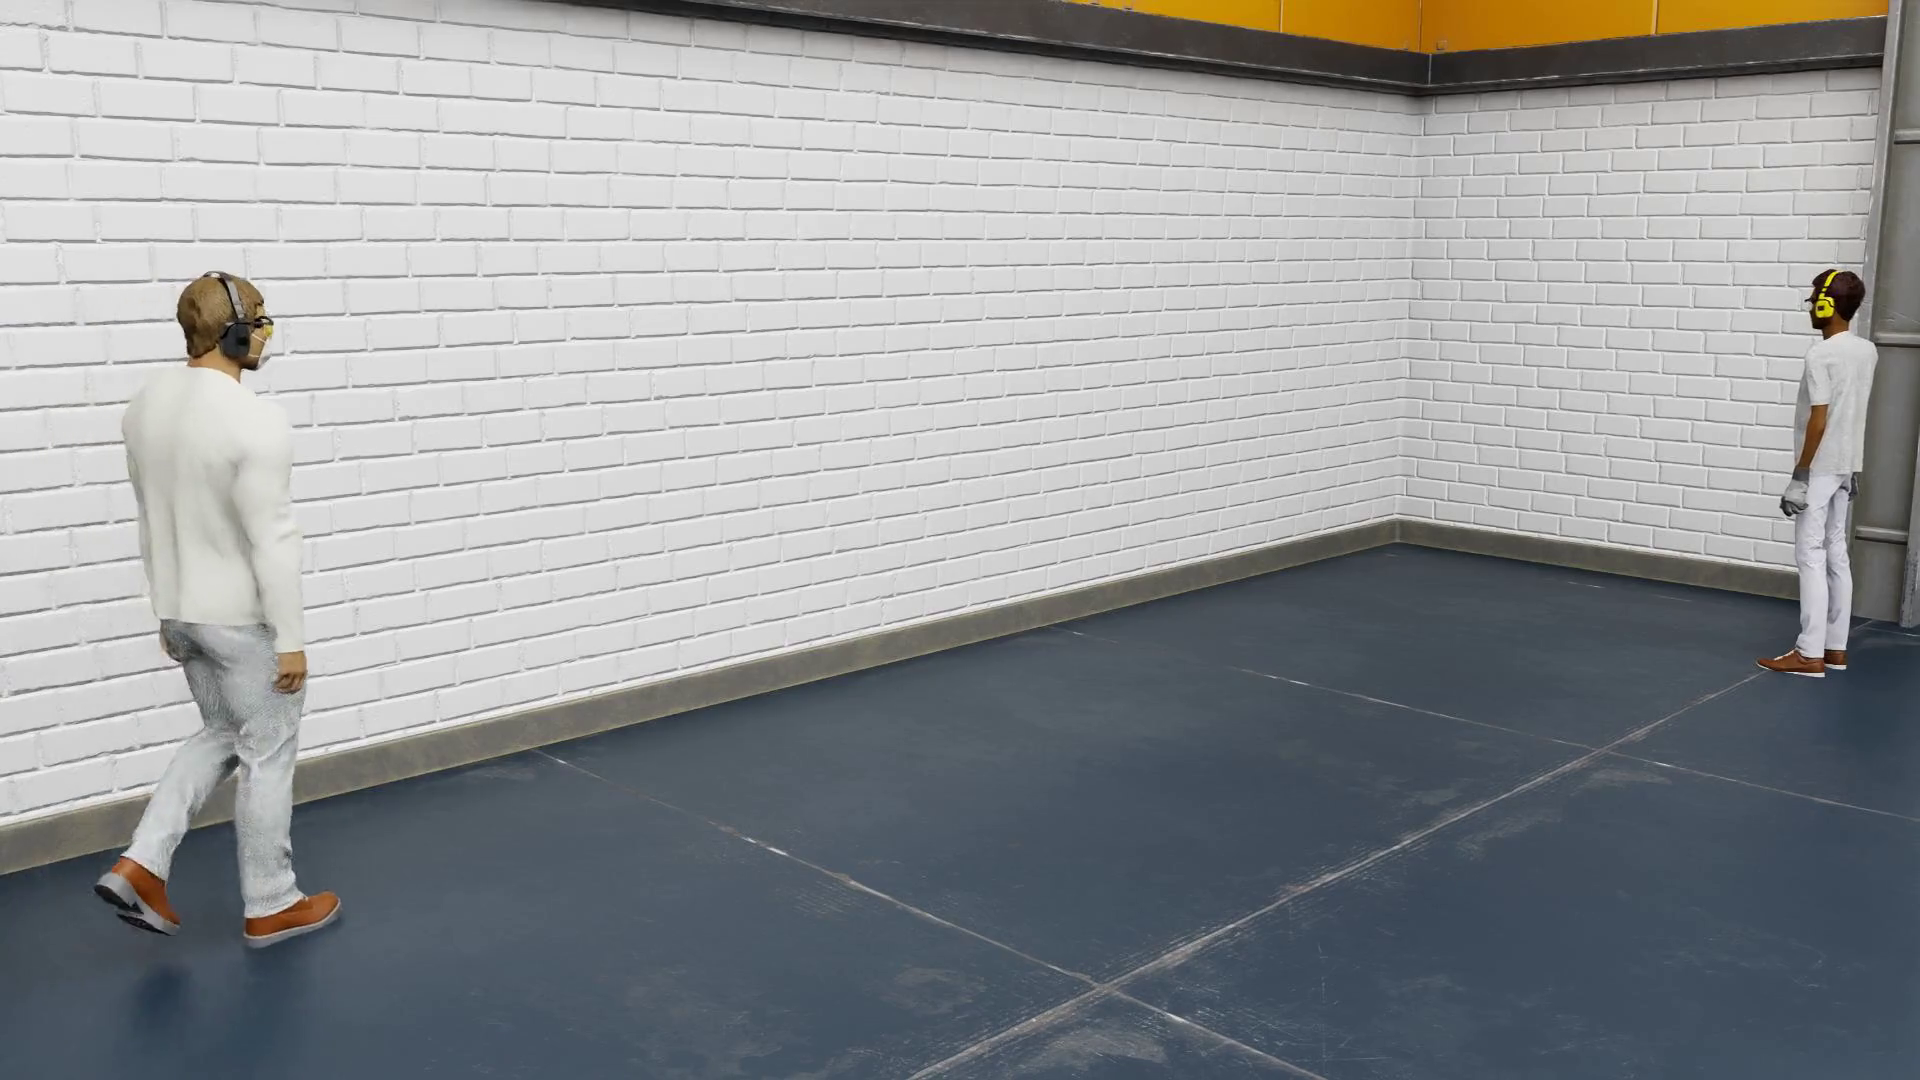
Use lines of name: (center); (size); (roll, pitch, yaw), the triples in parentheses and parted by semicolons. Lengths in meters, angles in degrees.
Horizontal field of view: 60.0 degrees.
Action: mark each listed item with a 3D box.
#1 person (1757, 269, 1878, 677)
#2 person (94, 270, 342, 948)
person: (3.967, -0.303, 7.664); (0.538, 1.869, 0.313); (-7, 13, -35)
person: (-2.074, 0.228, 4.602); (0.642, 1.927, 0.552); (6, 12, 30)
